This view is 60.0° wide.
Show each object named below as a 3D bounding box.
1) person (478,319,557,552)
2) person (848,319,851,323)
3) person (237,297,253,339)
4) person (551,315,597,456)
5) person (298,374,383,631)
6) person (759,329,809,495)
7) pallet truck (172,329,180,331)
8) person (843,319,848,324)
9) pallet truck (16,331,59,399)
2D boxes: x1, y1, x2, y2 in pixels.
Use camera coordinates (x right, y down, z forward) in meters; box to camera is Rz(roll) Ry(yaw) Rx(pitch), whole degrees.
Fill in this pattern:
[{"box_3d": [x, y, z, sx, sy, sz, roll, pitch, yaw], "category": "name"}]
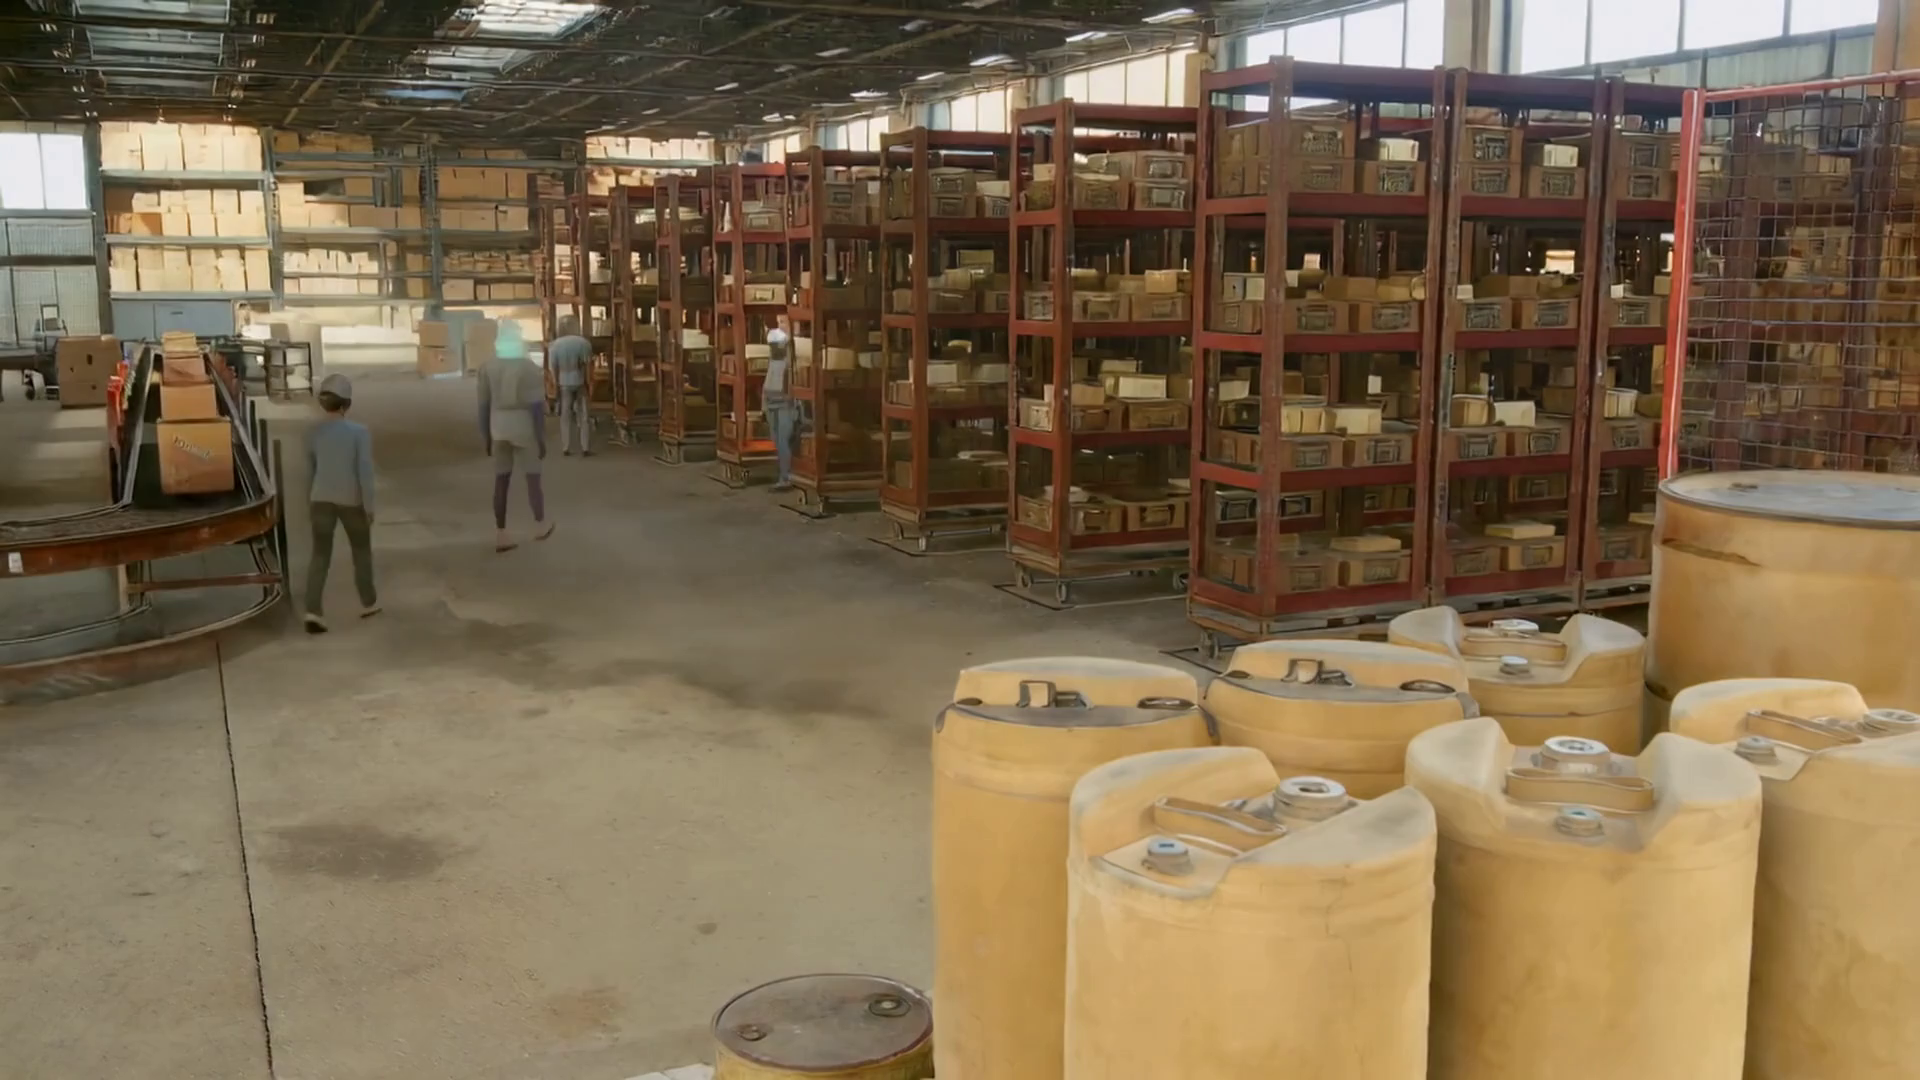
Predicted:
[{"box_3d": [-3.891, -0.930, 14.598, 0.632, 1.989, 1.028, 1, 9, 5], "category": "person"}, {"box_3d": [-3.471, -6.413, 48.654, 0.628, 1.981, 0.647, 6, 11, 33], "category": "person"}, {"box_3d": [-18.290, -5.321, 42.554, 0.317, 1.766, 0.535, 3, 10, 16], "category": "person"}, {"box_3d": [-5.071, -2.019, 21.810, 0.562, 1.847, 0.390, 2, 9, 12], "category": "person"}, {"box_3d": [-4.243, -0.263, 11.294, 0.534, 1.724, 0.890, 0, 9, 3], "category": "person"}, {"box_3d": [-1.961, -1.405, 18.245, 0.661, 1.781, 0.625, -9, 13, -43], "category": "person"}, {"box_3d": [-17.275, -3.851, 35.096, 1.601, 1.201, 0.680, 0, 9, 1], "category": "pallet truck"}, {"box_3d": [-3.378, -5.876, 46.488, 0.528, 1.594, 0.844, 3, 10, 17], "category": "person"}, {"box_3d": [-17.082, -3.353, 31.781, 1.630, 1.274, 0.653, -4, 10, -25], "category": "pallet truck"}]
